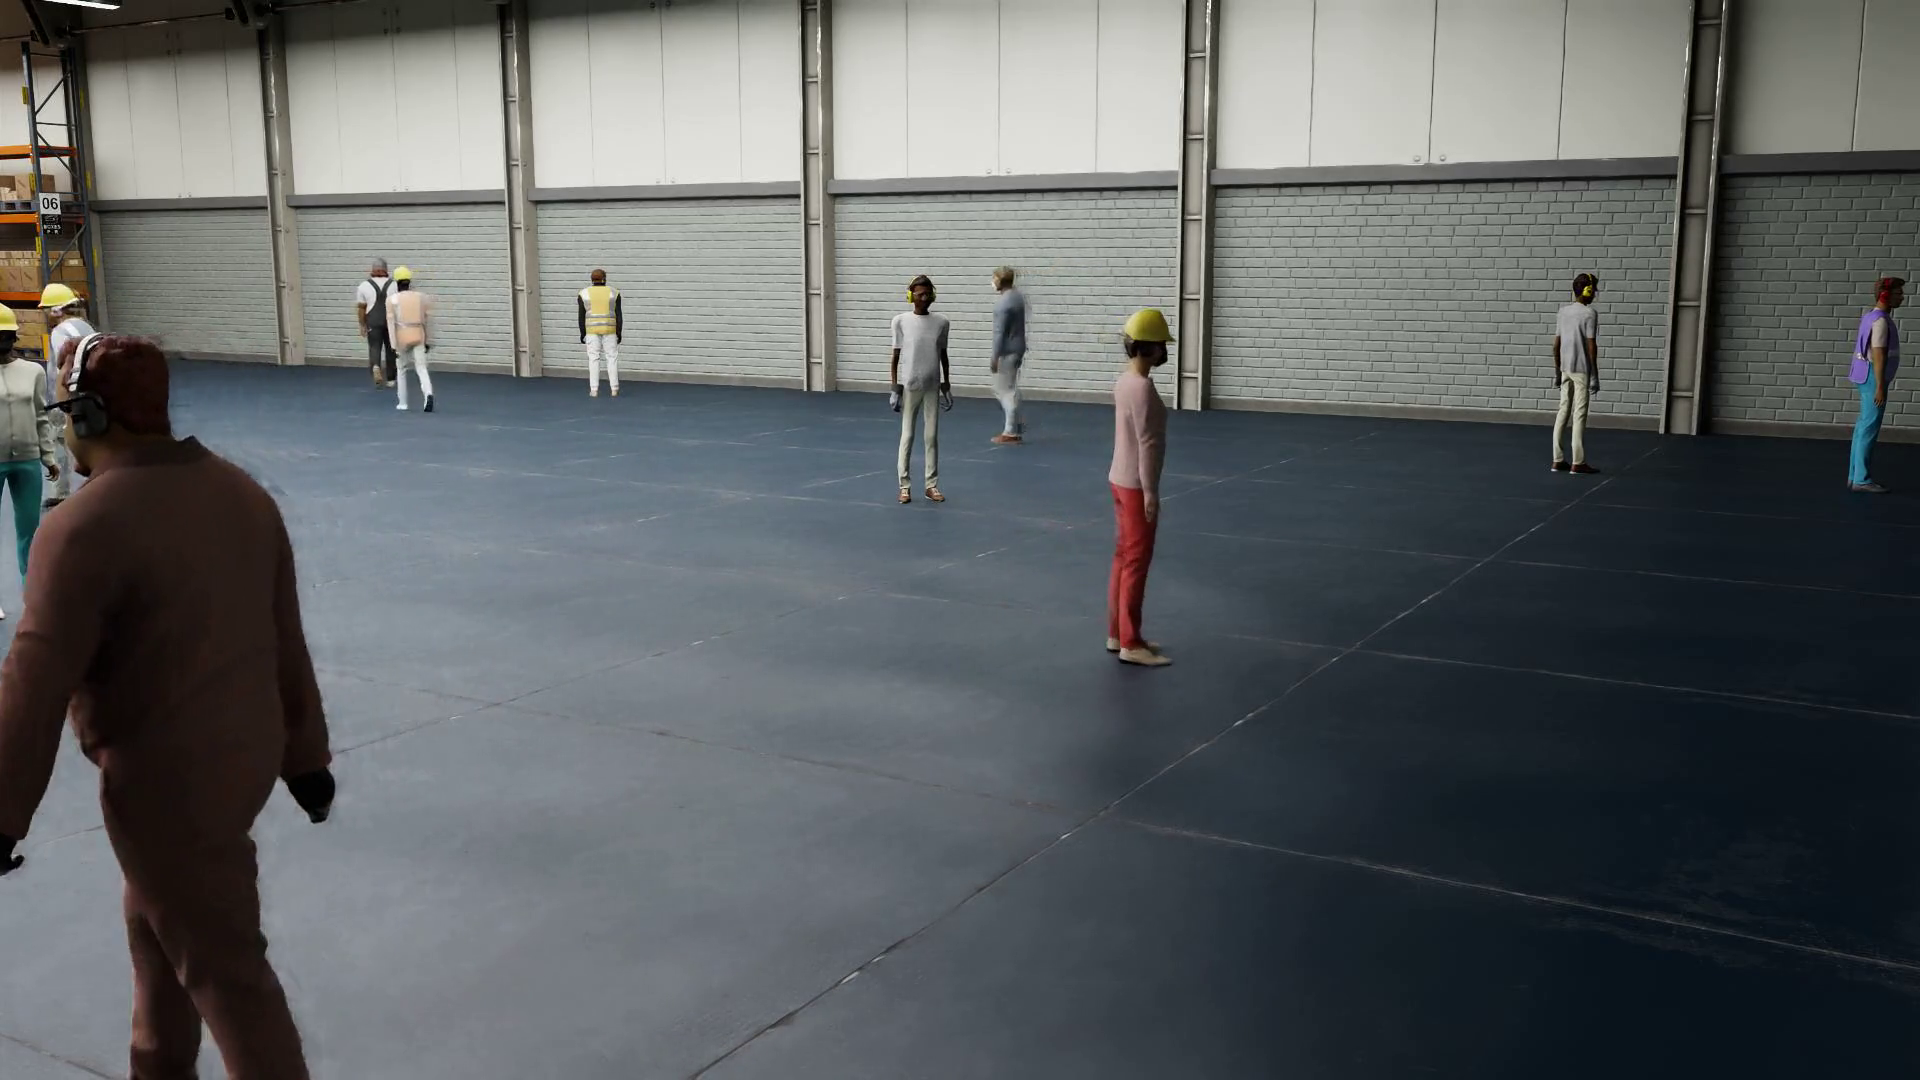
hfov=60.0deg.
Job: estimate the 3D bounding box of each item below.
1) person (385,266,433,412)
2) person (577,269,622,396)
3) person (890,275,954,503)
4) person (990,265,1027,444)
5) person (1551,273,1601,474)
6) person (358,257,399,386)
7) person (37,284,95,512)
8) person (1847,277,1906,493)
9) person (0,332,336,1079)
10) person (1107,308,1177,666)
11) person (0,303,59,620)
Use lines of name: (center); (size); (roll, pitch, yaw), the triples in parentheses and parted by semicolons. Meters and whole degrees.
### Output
person: (-7.160, -2.615, 21.683); (0.590, 1.898, 0.845); (-7, 12, -34)
person: (-5.203, -2.997, 24.078); (0.624, 1.841, 0.430); (-2, 10, -12)
person: (-0.312, -1.235, 13.682); (0.537, 1.865, 0.312); (-3, 10, -16)
person: (0.481, -1.979, 17.856); (0.438, 1.925, 0.657); (3, 10, 18)
person: (5.766, -1.549, 15.528); (0.330, 1.865, 0.518); (-4, 11, -24)
person: (-8.906, -3.370, 25.668); (0.692, 2.000, 0.729); (-3, 10, -18)
person: (-7.060, -1.111, 13.134); (0.753, 1.800, 0.630); (-1, 10, -4)
person: (7.862, -1.333, 14.314); (0.373, 1.843, 0.570); (4, 10, 22)
person: (-1.723, 0.508, 3.501); (0.877, 1.863, 0.647); (1, 10, 6)
person: (0.910, -0.265, 8.296); (0.321, 1.768, 0.531); (-1, 10, -7)
person: (-5.348, -0.445, 9.345); (0.315, 1.770, 0.524); (7, 12, 35)
